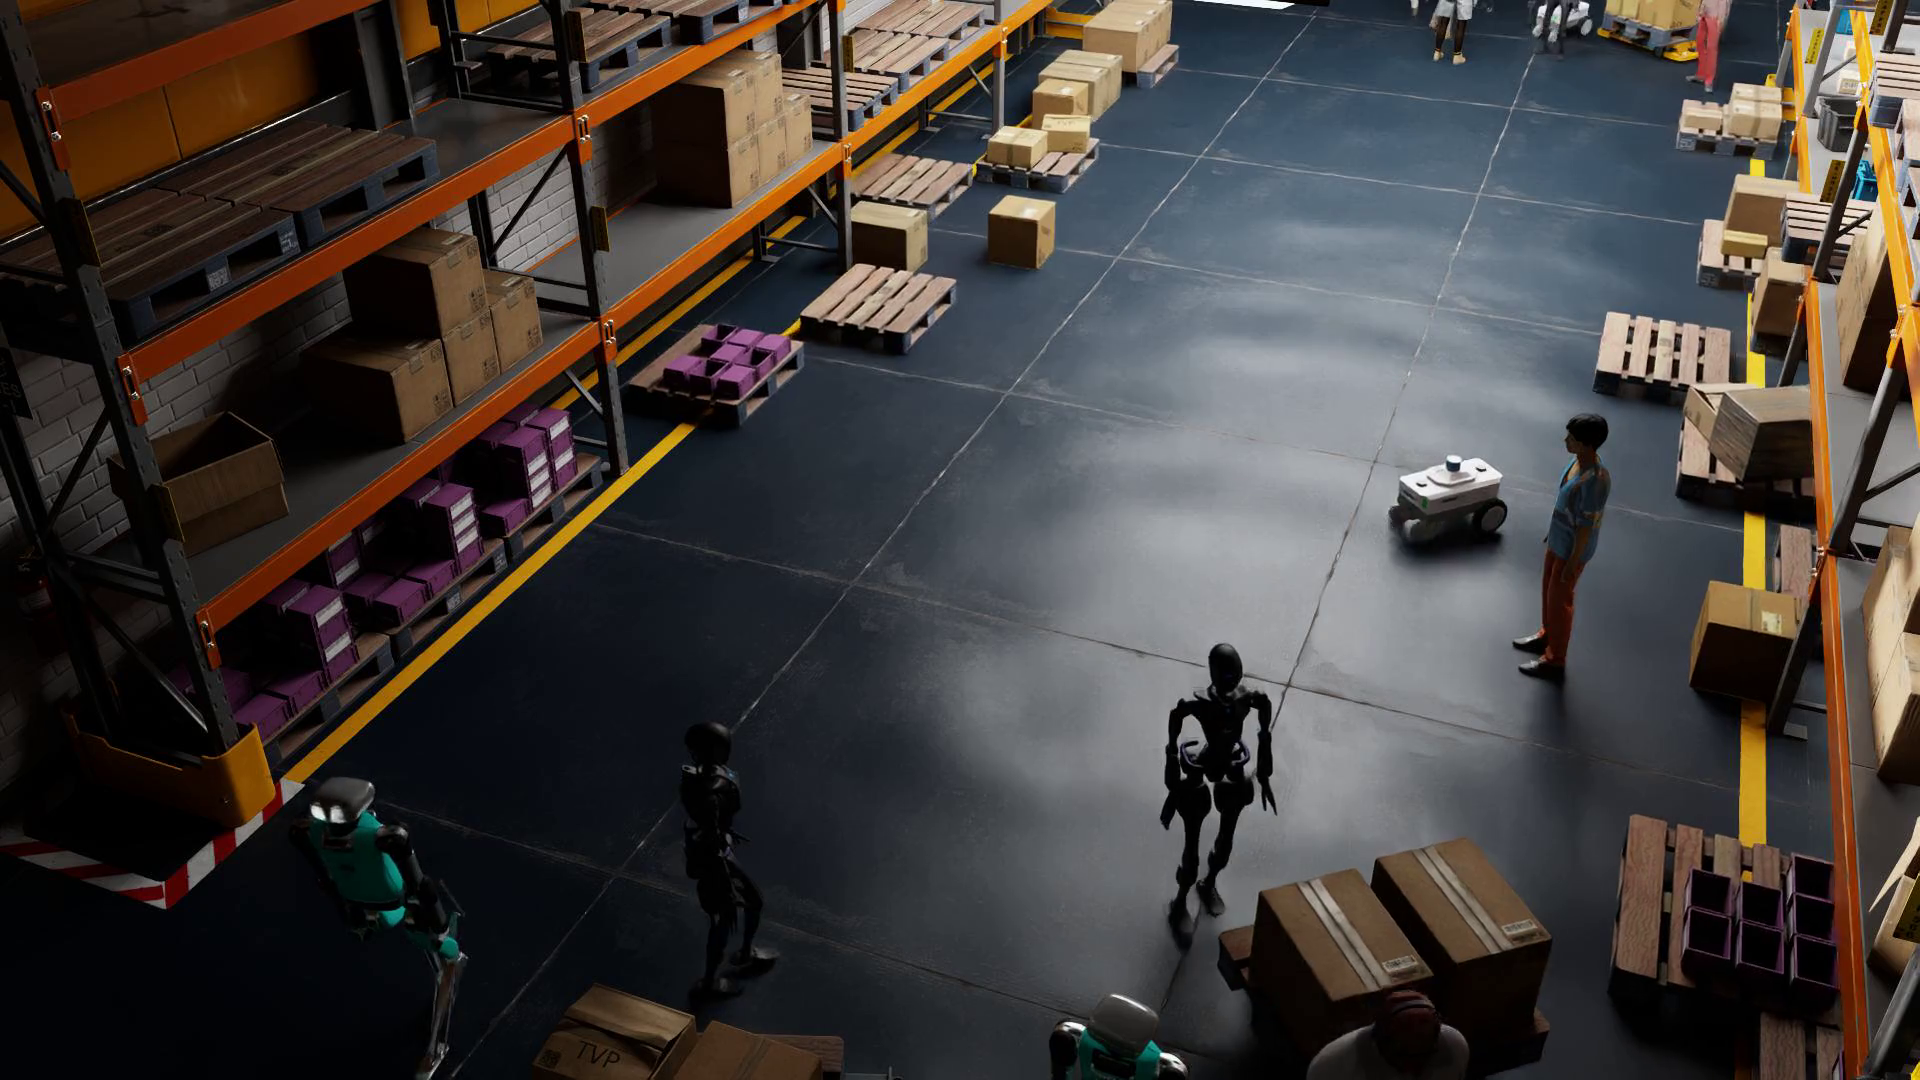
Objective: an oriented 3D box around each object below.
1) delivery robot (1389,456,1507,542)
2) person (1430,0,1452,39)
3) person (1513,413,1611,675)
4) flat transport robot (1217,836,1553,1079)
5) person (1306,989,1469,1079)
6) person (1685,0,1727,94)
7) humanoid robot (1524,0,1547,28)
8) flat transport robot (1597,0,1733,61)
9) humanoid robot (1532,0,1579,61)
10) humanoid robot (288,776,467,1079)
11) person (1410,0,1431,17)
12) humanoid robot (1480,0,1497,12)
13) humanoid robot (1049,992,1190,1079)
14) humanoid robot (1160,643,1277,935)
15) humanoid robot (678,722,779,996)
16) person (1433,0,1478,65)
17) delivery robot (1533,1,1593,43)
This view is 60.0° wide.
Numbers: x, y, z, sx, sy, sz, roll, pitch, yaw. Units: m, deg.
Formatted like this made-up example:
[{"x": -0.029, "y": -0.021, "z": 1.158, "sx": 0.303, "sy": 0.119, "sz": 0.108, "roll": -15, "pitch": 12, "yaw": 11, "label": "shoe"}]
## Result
[{"x": 3.483, "y": -0.329, "z": 11.825, "sx": 0.752, "sy": 0.581, "sz": 0.504, "roll": -14, "pitch": 35, "yaw": -20, "label": "delivery robot"}, {"x": 6.482, "y": -7.578, "z": 21.969, "sx": 0.487, "sy": 1.717, "sz": 0.815, "roll": -2, "pitch": 33, "yaw": -4, "label": "person"}, {"x": 3.713, "y": 0.021, "z": 10.190, "sx": 0.336, "sy": 1.758, "sz": 0.503, "roll": 3, "pitch": 33, "yaw": 5, "label": "person"}, {"x": 1.975, "y": 2.335, "z": 7.978, "sx": 0.659, "sy": 0.231, "sz": 1.431, "roll": -10, "pitch": 34, "yaw": -15, "label": "flat transport robot"}, {"x": 1.611, "y": 2.465, "z": 6.301, "sx": 0.665, "sy": 1.874, "sz": 0.823, "roll": -4, "pitch": 33, "yaw": -7, "label": "person"}, {"x": 9.046, "y": -6.287, "z": 19.984, "sx": 0.359, "sy": 1.717, "sz": 0.697, "roll": 4, "pitch": 33, "yaw": 6, "label": "person"}, {"x": 7.833, "y": -7.689, "z": 22.199, "sx": 0.584, "sy": 1.654, "sz": 0.367, "roll": 16, "pitch": 36, "yaw": 23, "label": "humanoid robot"}, {"x": 9.120, "y": -6.561, "z": 21.746, "sx": 0.659, "sy": 0.231, "sz": 1.431, "roll": -16, "pitch": 36, "yaw": -24, "label": "flat transport robot"}, {"x": 7.608, "y": -6.922, "z": 21.016, "sx": 0.368, "sy": 1.644, "sz": 0.608, "roll": -22, "pitch": 39, "yaw": -31, "label": "humanoid robot"}, {"x": -2.561, "y": 1.633, "z": 7.725, "sx": 0.547, "sy": 1.770, "sz": 0.865, "roll": 5, "pitch": 33, "yaw": 7, "label": "humanoid robot"}, {"x": 6.427, "y": -8.190, "z": 22.823, "sx": 0.540, "sy": 1.833, "sz": 1.040, "roll": 11, "pitch": 35, "yaw": 17, "label": "person"}, {"x": 7.381, "y": -8.126, "z": 22.867, "sx": 0.555, "sy": 1.846, "sz": 0.672, "roll": 26, "pitch": 41, "yaw": 34, "label": "humanoid robot"}, {"x": 0.483, "y": 2.578, "z": 6.277, "sx": 0.533, "sy": 1.791, "sz": 0.766, "roll": 13, "pitch": 35, "yaw": 19, "label": "humanoid robot"}, {"x": 1.314, "y": 1.252, "z": 8.358, "sx": 0.602, "sy": 1.655, "sz": 0.423, "roll": -5, "pitch": 33, "yaw": -8, "label": "humanoid robot"}, {"x": -1.126, "y": 1.527, "z": 7.928, "sx": 0.437, "sy": 1.647, "sz": 0.611, "roll": -5, "pitch": 33, "yaw": -8, "label": "humanoid robot"}, {"x": 6.266, "y": -6.839, "z": 20.868, "sx": 0.534, "sy": 1.692, "sz": 0.320, "roll": 24, "pitch": 40, "yaw": 32, "label": "person"}, {"x": 8.006, "y": -6.944, "z": 22.075, "sx": 0.783, "sy": 0.595, "sz": 0.499, "roll": -20, "pitch": 38, "yaw": -28, "label": "delivery robot"}]
